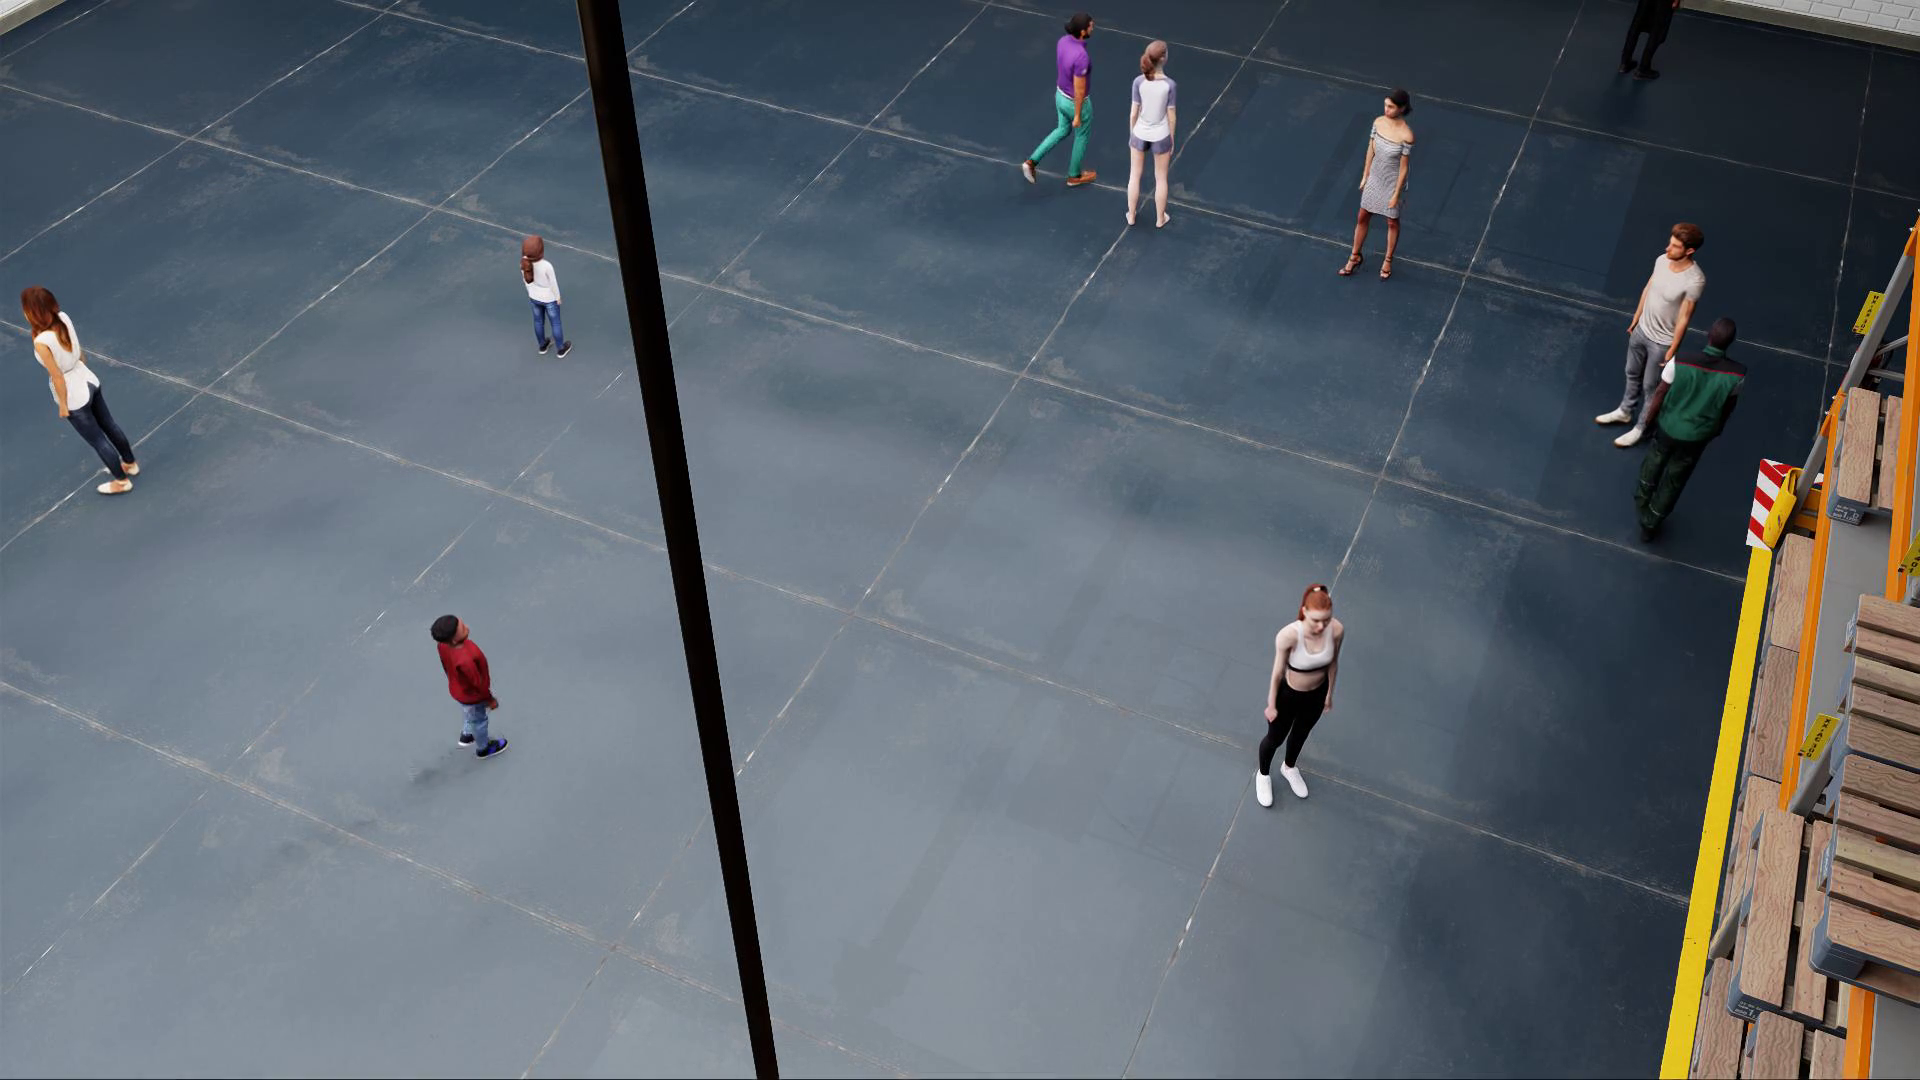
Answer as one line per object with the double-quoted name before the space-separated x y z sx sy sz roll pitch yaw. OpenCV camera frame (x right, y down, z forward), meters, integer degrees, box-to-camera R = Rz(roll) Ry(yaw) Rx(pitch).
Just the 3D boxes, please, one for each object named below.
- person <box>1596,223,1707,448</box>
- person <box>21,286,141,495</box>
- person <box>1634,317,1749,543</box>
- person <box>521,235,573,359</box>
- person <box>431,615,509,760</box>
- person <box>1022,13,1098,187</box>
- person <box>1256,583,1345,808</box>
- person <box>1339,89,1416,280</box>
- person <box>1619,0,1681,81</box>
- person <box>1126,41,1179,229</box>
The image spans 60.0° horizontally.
"person" 5.265 -1.555 12.517 0.803 1.889 0.740 -13 45 -13
"person" -6.399 -1.086 12.100 0.736 1.785 0.595 2 44 2
"person" 5.084 -0.720 11.692 0.703 1.816 0.814 22 48 21
"person" -3.399 -1.997 13.545 0.464 1.110 0.491 12 45 12
"person" -3.107 0.944 10.358 0.630 1.247 0.592 -28 50 -26
"person" 0.943 -3.955 15.147 1.101 1.736 0.985 -21 47 -20
"person" 2.037 0.928 10.017 0.669 1.742 0.712 -10 45 -11
"person" 3.664 -3.014 14.108 0.720 1.807 0.785 32 52 29
"person" 7.057 -5.559 16.759 0.734 1.834 0.726 -23 48 -22
"person" 1.692 -3.578 14.730 0.620 1.765 0.590 10 45 11
